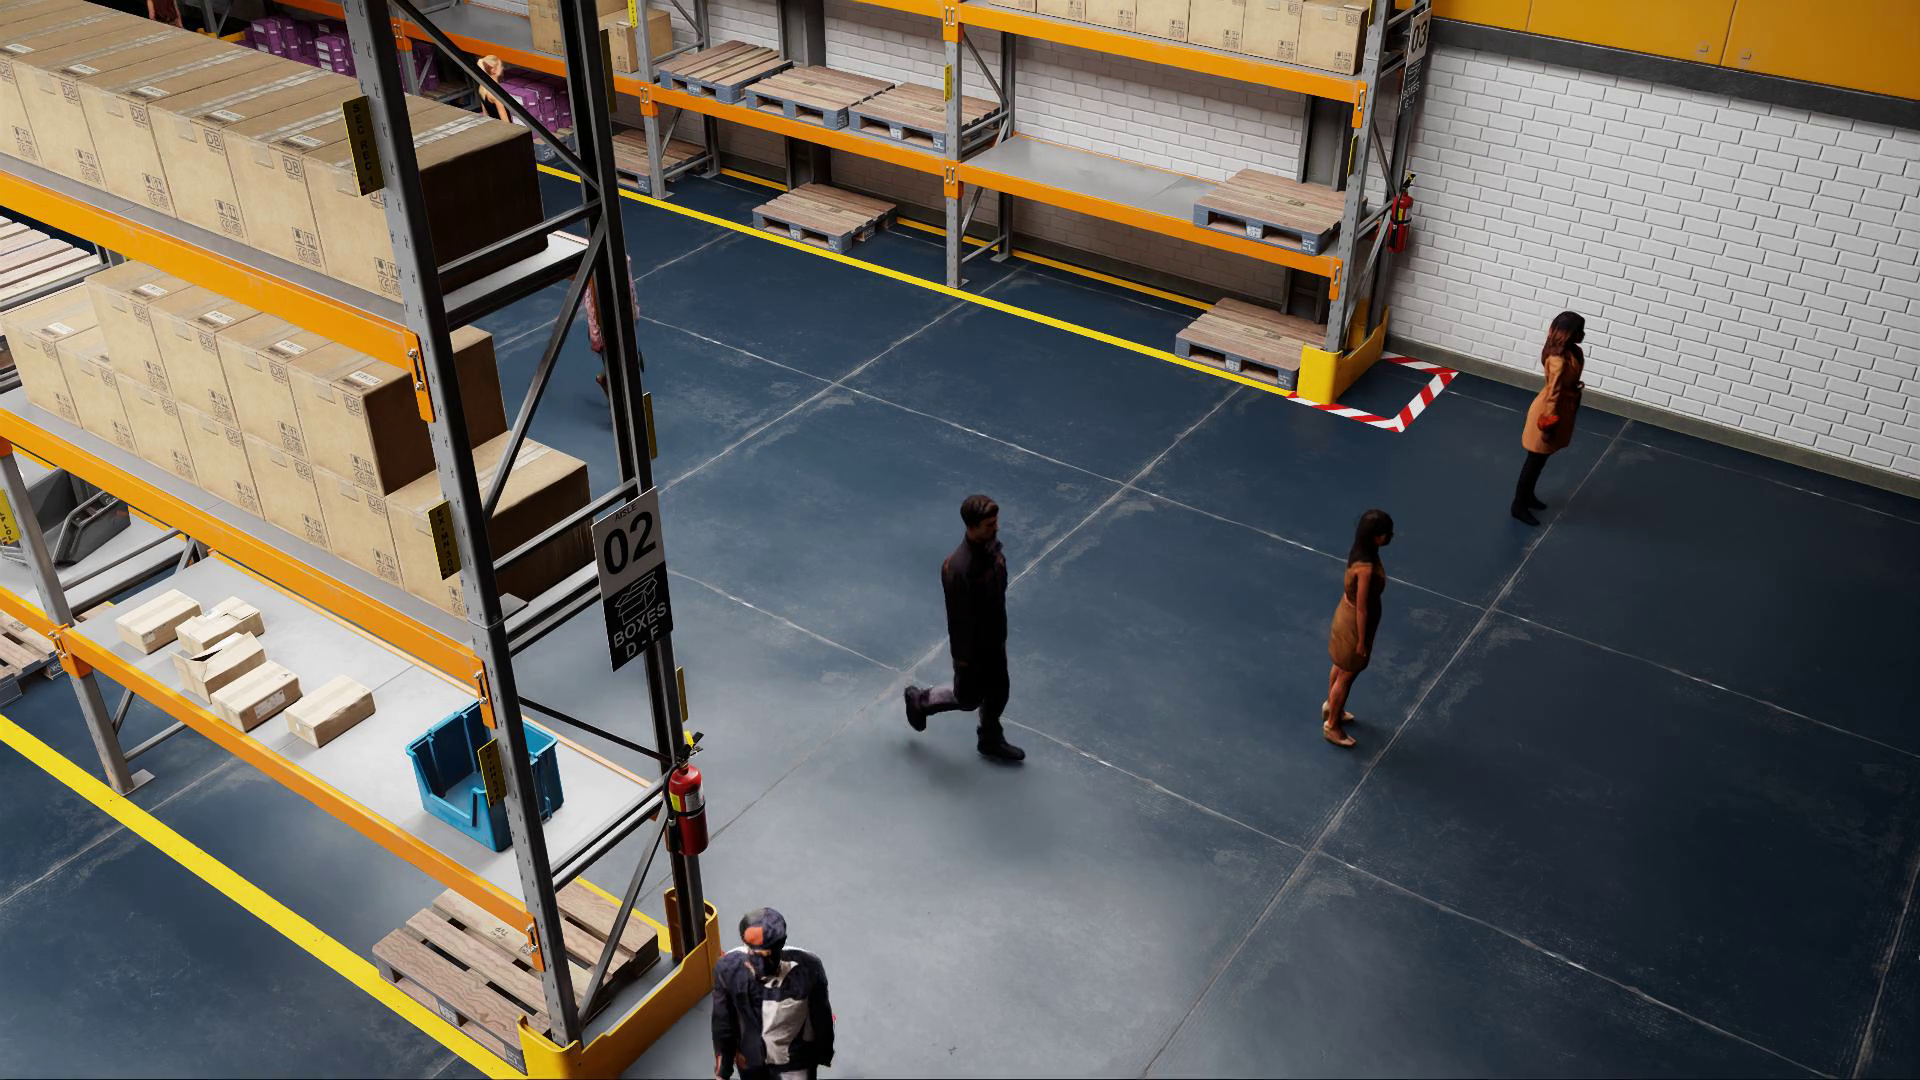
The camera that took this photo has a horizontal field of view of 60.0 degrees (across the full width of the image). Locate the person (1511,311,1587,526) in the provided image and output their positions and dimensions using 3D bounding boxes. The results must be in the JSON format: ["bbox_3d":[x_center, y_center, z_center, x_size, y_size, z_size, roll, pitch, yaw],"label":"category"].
[{"bbox_3d":[4.468,-0.937,12.580,0.604,1.720,0.707,18,37,25],"label":"person"}]

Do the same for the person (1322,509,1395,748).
[{"bbox_3d":[2.474,0.533,10.398,0.636,1.687,0.637,6,34,9],"label":"person"}]

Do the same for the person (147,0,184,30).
[{"bbox_3d":[-9.860,-6.326,20.840,0.668,1.552,0.544,21,39,28],"label":"person"}]

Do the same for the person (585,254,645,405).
[{"bbox_3d":[-2.912,-1.756,13.752,0.916,1.787,0.713,24,40,31],"label":"person"}]

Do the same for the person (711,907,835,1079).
[{"bbox_3d":[-0.823,2.276,7.612,0.776,1.869,0.861,6,34,9],"label":"person"}]

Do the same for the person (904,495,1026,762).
[{"bbox_3d":[0.024,0.548,10.166,1.090,1.918,0.819,14,36,20],"label":"person"}]

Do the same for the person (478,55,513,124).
[{"bbox_3d":[-4.771,-4.157,17.310,0.719,1.846,0.555,-25,41,-33],"label":"person"}]
